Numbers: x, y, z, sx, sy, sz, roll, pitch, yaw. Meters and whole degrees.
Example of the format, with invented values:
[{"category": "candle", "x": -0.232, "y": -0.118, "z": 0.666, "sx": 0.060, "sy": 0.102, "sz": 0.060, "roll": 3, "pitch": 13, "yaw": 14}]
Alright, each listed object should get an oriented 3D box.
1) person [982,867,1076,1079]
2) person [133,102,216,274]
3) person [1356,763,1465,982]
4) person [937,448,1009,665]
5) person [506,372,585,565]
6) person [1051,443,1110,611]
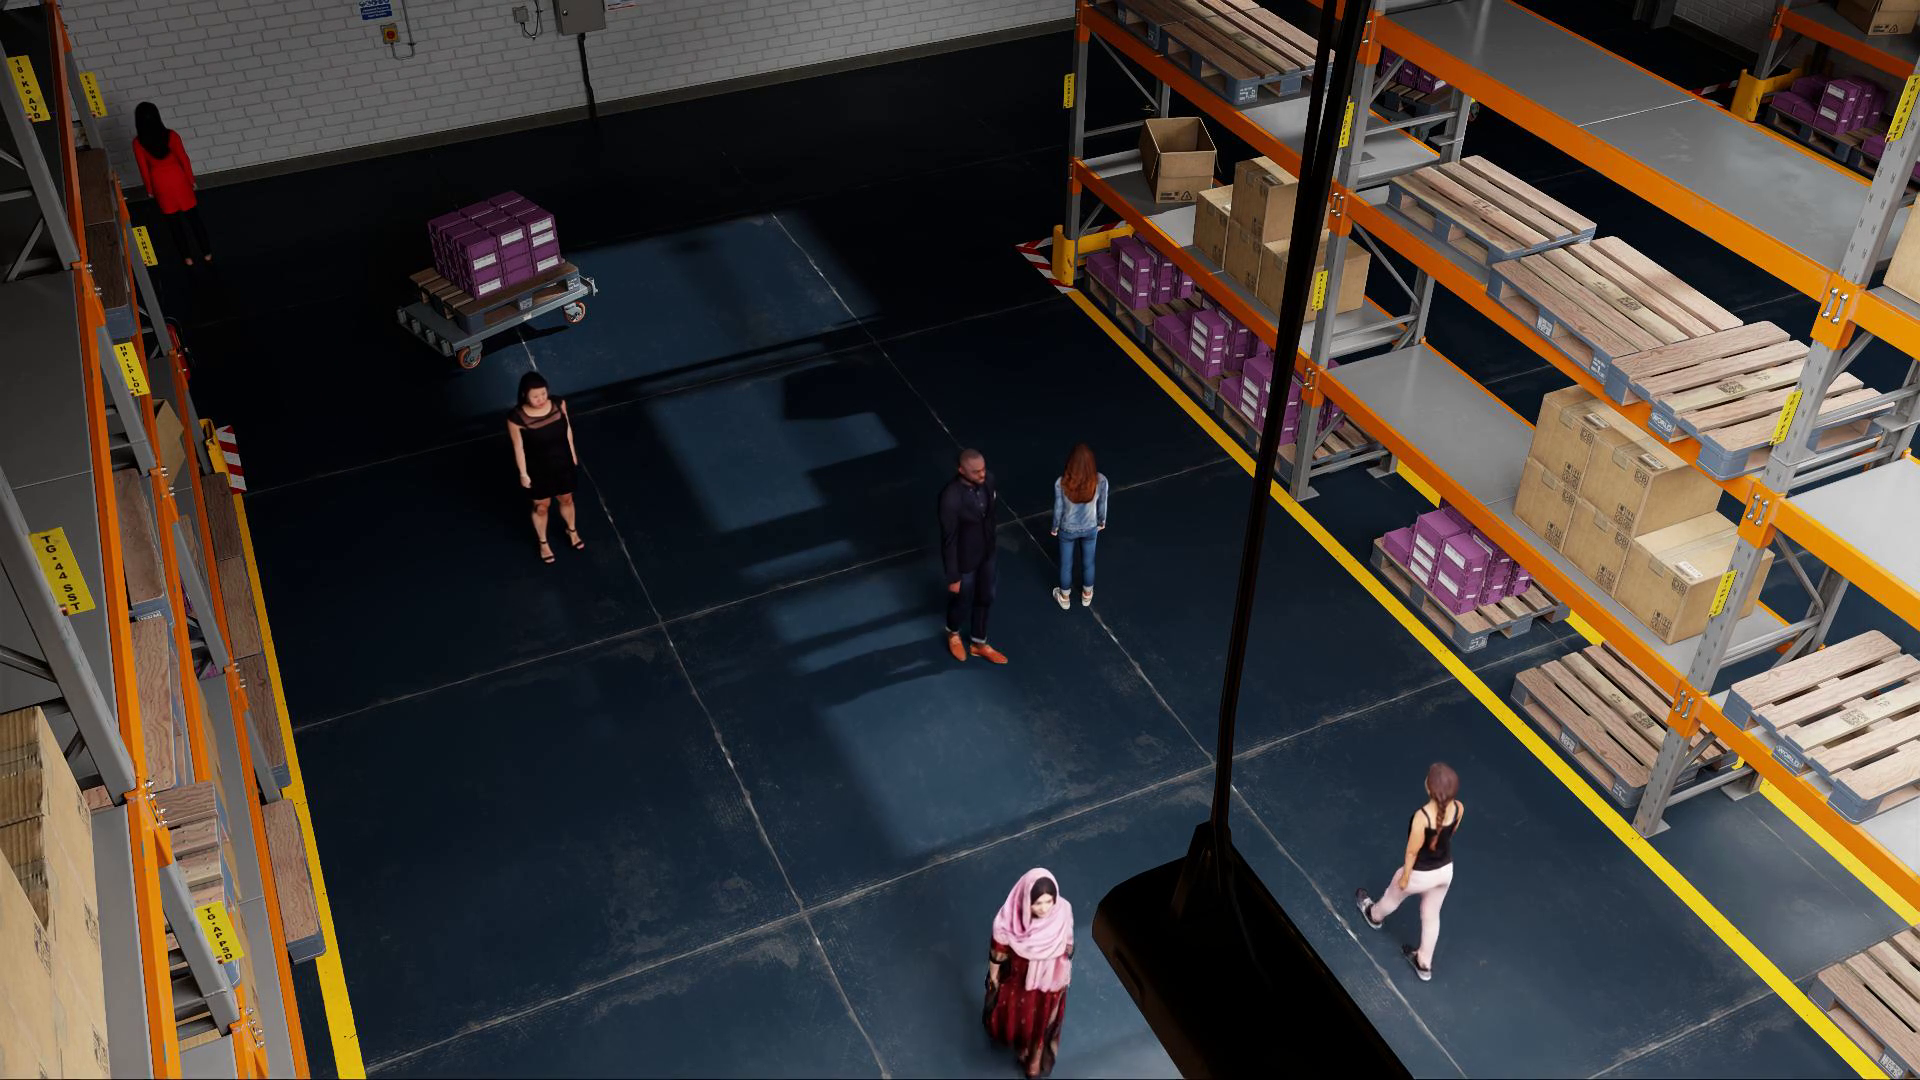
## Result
[{"category": "person", "x": 0.351, "y": 2.305, "z": 9.085, "sx": 0.758, "sy": 1.637, "sz": 0.775, "roll": -8, "pitch": 39, "yaw": -10}, {"category": "person", "x": -7.663, "y": -3.425, "z": 16.170, "sx": 0.633, "sy": 1.748, "sz": 0.625, "roll": -20, "pitch": 43, "yaw": -23}, {"category": "person", "x": 2.719, "y": 1.962, "z": 9.598, "sx": 0.595, "sy": 1.533, "sz": 0.923, "roll": -12, "pitch": 40, "yaw": -14}, {"category": "person", "x": 0.043, "y": 0.091, "z": 11.720, "sx": 0.871, "sy": 1.807, "sz": 0.891, "roll": -30, "pitch": 47, "yaw": -32}, {"category": "person", "x": -3.137, "y": -0.561, "z": 12.613, "sx": 0.700, "sy": 1.712, "sz": 0.686, "roll": -27, "pitch": 46, "yaw": -30}, {"category": "person", "x": 0.870, "y": -0.107, "z": 12.233, "sx": 0.615, "sy": 1.477, "sz": 0.592, "roll": -5, "pitch": 39, "yaw": -7}]
